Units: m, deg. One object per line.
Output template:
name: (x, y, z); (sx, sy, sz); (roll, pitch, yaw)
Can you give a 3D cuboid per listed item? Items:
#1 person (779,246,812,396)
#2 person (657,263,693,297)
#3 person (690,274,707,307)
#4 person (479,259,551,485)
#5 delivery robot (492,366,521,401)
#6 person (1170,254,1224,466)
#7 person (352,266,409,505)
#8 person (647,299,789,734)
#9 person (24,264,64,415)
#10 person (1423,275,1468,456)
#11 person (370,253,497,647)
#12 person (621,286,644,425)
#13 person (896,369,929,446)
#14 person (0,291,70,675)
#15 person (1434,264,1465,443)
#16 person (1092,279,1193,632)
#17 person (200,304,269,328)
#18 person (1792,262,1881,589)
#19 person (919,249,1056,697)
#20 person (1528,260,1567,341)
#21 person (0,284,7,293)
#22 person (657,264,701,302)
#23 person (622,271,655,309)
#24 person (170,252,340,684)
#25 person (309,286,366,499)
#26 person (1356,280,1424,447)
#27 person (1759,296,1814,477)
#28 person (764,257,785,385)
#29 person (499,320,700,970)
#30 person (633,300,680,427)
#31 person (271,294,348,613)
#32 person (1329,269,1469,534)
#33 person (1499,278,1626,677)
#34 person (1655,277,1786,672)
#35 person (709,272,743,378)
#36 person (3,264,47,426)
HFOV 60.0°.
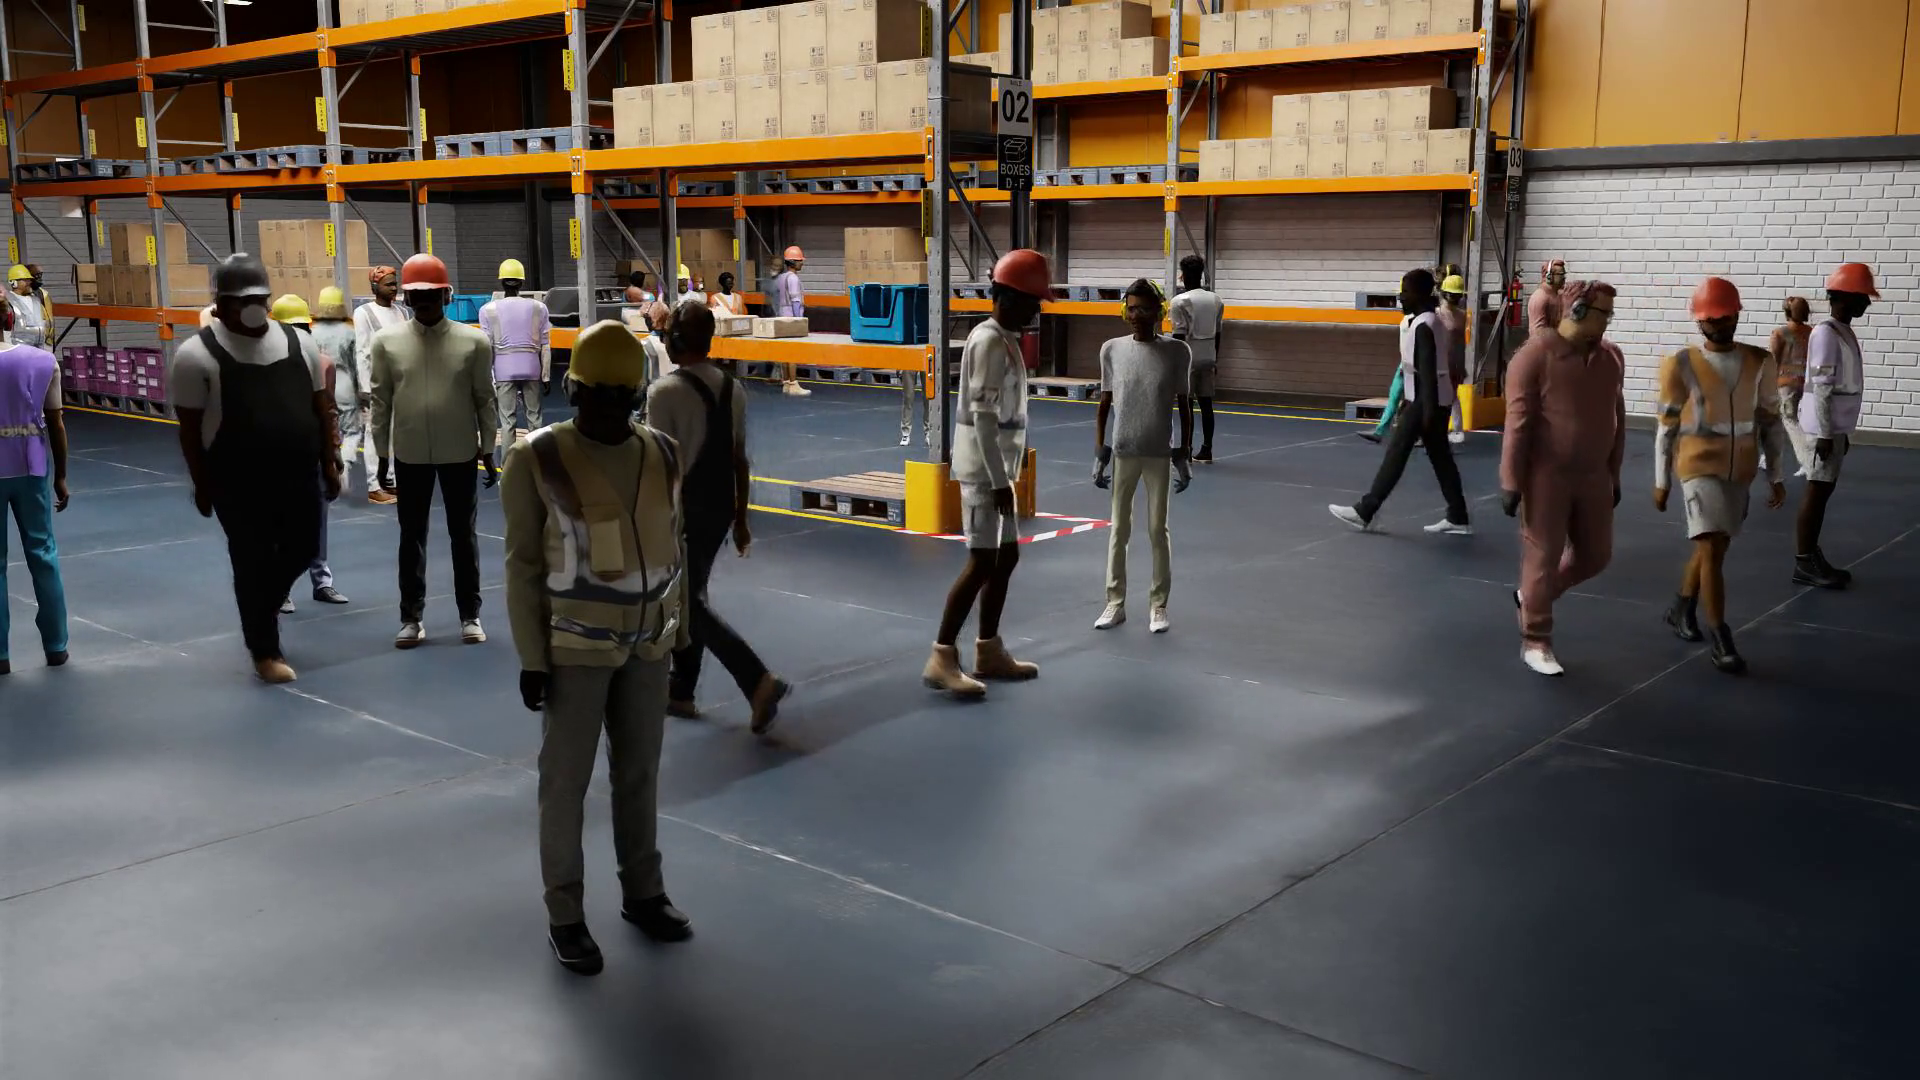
person: (-2.287, -3.009, 22.907); (0.373, 2.044, 0.605); (-4, 11, -22)
person: (-4.262, -3.315, 24.947); (0.543, 1.939, 0.361); (-3, 10, -14)
person: (-4.096, -3.315, 25.842); (0.286, 1.626, 0.493); (6, 12, 31)
person: (-3.753, -1.400, 14.073); (0.584, 1.928, 0.367); (-4, 11, -24)
delivery robot: (-5.828, -1.927, 20.713); (0.707, 0.478, 0.477); (-2, 10, -12)
person: (2.170, -1.665, 15.476); (0.603, 1.965, 0.368); (-7, 12, -33)
person: (-4.565, -1.233, 13.253); (0.361, 1.882, 0.575); (4, 11, 21)
person: (-1.050, -0.092, 6.952); (0.833, 1.824, 0.522); (7, 12, 33)
person: (-11.082, -2.383, 19.959); (0.430, 1.836, 0.619); (2, 10, 10)
person: (4.752, -1.689, 16.205); (0.537, 1.764, 0.341); (-7, 12, -35)
person: (-2.665, -0.448, 8.458); (0.614, 1.993, 0.395); (-2, 10, -14)
person: (-3.605, -2.013, 18.484); (0.515, 1.605, 0.828); (-6, 11, -29)
person: (-0.421, -1.780, 17.069); (0.497, 1.636, 0.286); (-1, 10, -4)
person: (-4.547, -0.281, 7.921); (0.566, 1.849, 0.387); (-9, 13, -42)
person: (5.010, -1.901, 17.172); (0.504, 1.862, 0.596); (4, 11, 21)
person: (0.963, -0.439, 8.782); (0.534, 1.864, 0.310); (3, 10, 15)
person: (-6.173, -1.401, 14.265); (0.578, 1.862, 1.052); (-7, 12, -36)
person: (5.243, -0.684, 9.974); (0.362, 1.936, 0.542); (7, 12, 35)
person: (0.127, -0.303, 7.579); (0.592, 2.014, 0.750); (2, 10, 10)
person: (5.740, -1.767, 16.221); (0.407, 1.910, 0.638); (5, 11, 27)
person: (-11.846, -2.493, 20.187); (0.652, 1.970, 0.654); (-7, 12, -33)
person: (-3.338, -2.388, 19.968); (0.600, 1.830, 0.403); (-8, 13, -38)
person: (-4.625, -3.022, 23.962); (0.538, 1.695, 0.320); (1, 10, 7)
person: (-3.377, -0.380, 7.944); (0.824, 2.000, 0.690); (10, 14, 43)
person: (-4.986, -1.151, 13.226); (0.511, 1.721, 0.586); (-2, 10, -12)
person: (4.484, -1.804, 16.922); (0.792, 1.728, 0.535); (1, 10, 4)
person: (7.434, -1.376, 14.870); (0.526, 1.599, 0.837); (-4, 11, -21)
person: (-2.695, -3.206, 24.472); (0.367, 1.899, 0.729); (-6, 11, -29)
person: (-1.002, 0.288, 4.759); (0.586, 1.824, 0.404); (-9, 13, -42)
person: (-2.205, -0.942, 12.281); (0.315, 1.641, 0.514); (7, 12, 36)
person: (-3.705, -0.485, 9.324); (0.309, 1.769, 0.524); (8, 13, 39)
person: (3.180, -0.972, 11.803); (1.000, 1.864, 0.630); (4, 11, 20)
person: (2.889, -0.316, 8.024); (0.675, 1.883, 0.522); (-3, 10, -17)
person: (3.743, -0.354, 8.248); (0.554, 1.888, 0.968); (0, 10, -1)
person: (-3.276, -2.913, 23.381); (0.537, 1.689, 0.320); (-8, 13, -38)
person: (-10.543, -2.180, 18.774); (0.404, 1.837, 0.589); (2, 10, 12)
